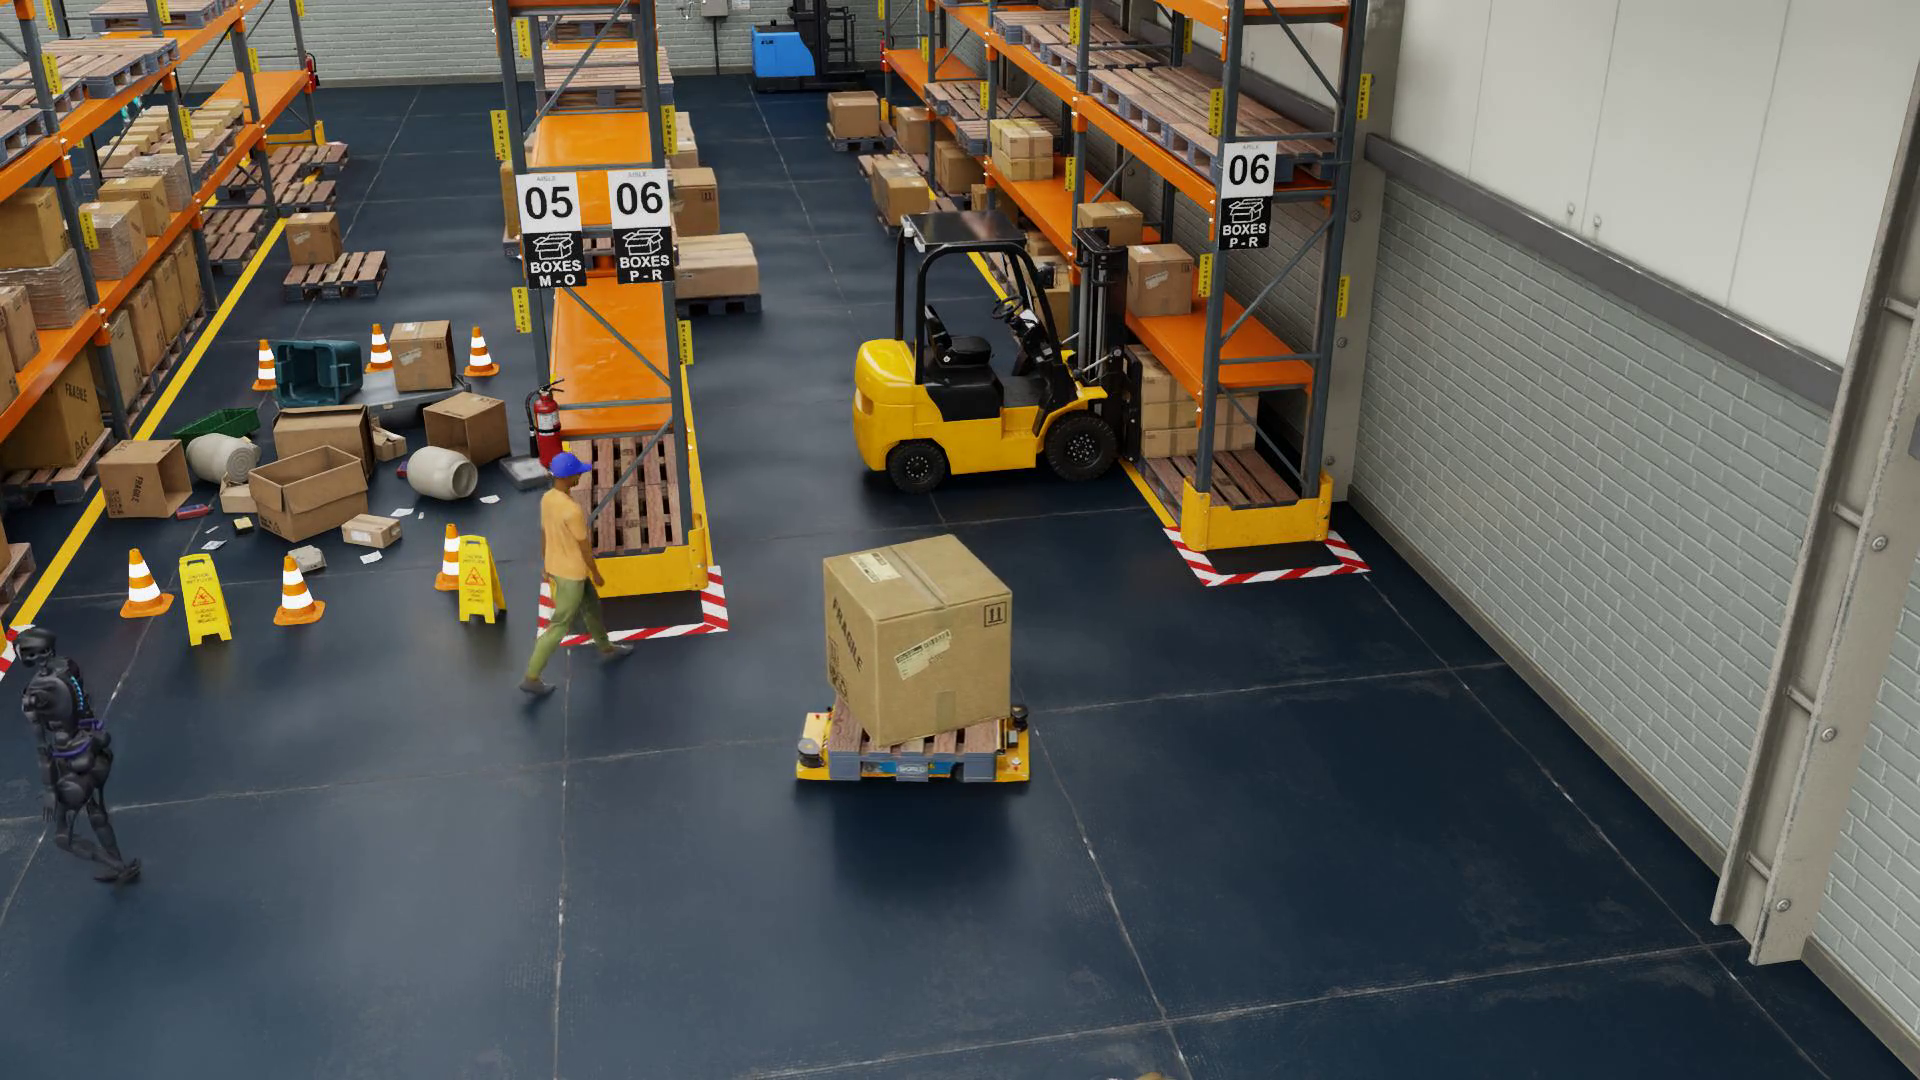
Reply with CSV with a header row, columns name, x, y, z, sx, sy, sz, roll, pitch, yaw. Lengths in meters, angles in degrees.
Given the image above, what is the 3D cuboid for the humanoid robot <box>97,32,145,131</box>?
name,x,y,z,sx,sy,sz,roll,pitch,yaw
humanoid robot,-13.244,-7.143,26.296,0.548,1.745,0.958,-22,33,-37

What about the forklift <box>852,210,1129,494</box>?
name,x,y,z,sx,sy,sz,roll,pitch,yaw
forklift,0.216,-1.659,14.366,2.313,2.155,1.214,-5,26,-10

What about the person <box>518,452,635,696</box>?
name,x,y,z,sx,sy,sz,roll,pitch,yaw
person,-2.641,0.205,11.082,0.907,1.665,0.418,-17,30,-31

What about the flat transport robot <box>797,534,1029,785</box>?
name,x,y,z,sx,sy,sz,roll,pitch,yaw
flat transport robot,-0.282,1.267,10.490,1.431,0.231,0.659,1,26,1

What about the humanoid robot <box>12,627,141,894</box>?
name,x,y,z,sx,sy,sz,roll,pitch,yaw
humanoid robot,-4.781,1.198,9.000,0.356,1.643,0.608,-1,26,-2

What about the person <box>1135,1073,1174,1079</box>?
name,x,y,z,sx,sy,sz,roll,pitch,yaw
person,0.542,2.583,5.873,0.475,1.900,0.658,-1,26,-1

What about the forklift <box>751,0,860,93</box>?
name,x,y,z,sx,sy,sz,roll,pitch,yaw
forklift,-2.872,-9.679,30.288,1.873,2.768,1.129,-5,26,-10
